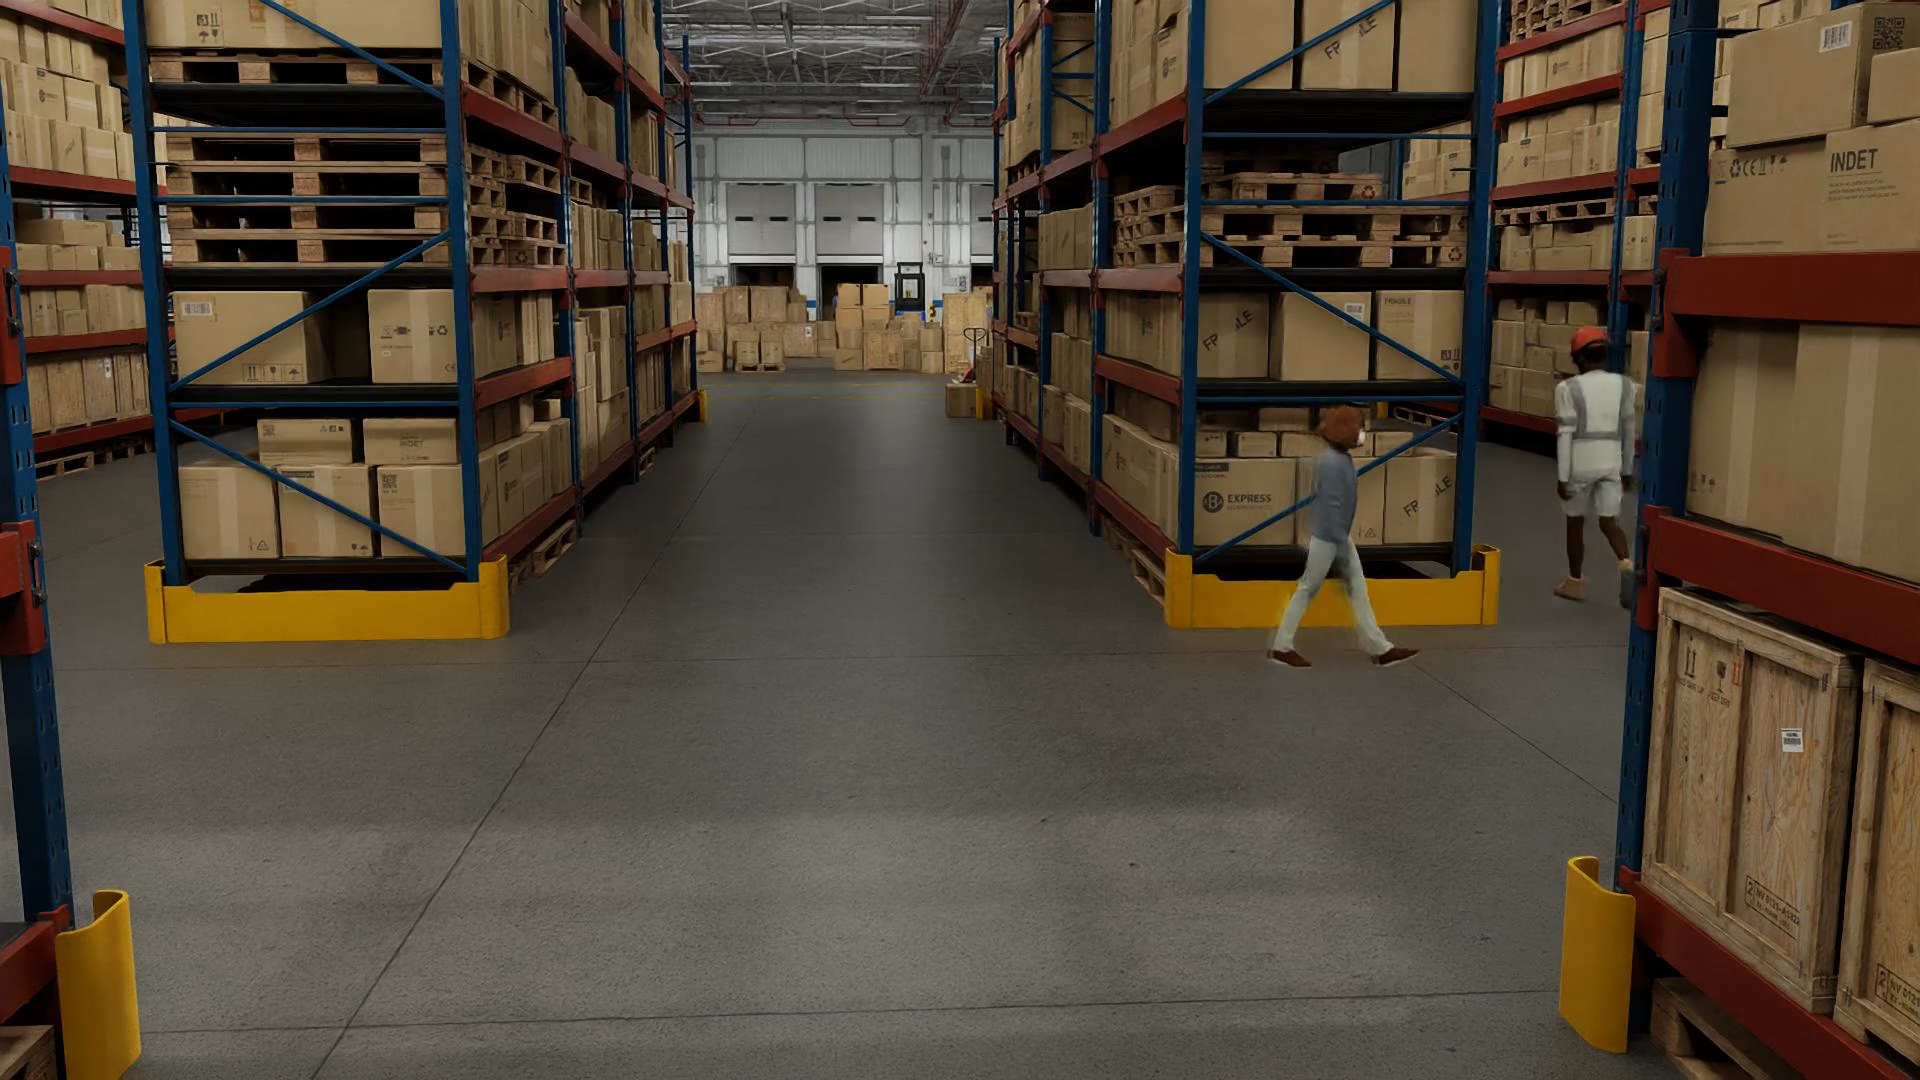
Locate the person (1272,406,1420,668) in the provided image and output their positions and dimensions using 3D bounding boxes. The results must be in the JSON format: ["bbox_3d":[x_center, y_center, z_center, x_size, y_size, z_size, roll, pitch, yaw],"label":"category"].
[{"bbox_3d":[2.277,0.002,9.868,0.876,1.583,0.532,4,10,25],"label":"person"}]

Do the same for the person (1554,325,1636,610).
[{"bbox_3d":[4.518,-0.508,11.749,0.634,2.012,0.842,-1,9,-9],"label":"person"}]

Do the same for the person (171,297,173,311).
[{"bbox_3d":[-29.518,-8.629,62.790,0.401,1.990,0.621,1,9,4],"label":"person"}]

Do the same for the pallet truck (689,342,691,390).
[{"bbox_3d":[-5.225,-3.008,27.480,1.885,1.965,0.823,2,9,14],"label":"pallet truck"}]

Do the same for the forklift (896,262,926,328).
[{"bbox_3d":[-1.780,-8.547,59.499,1.129,2.768,1.873,-1,9,-4],"label":"forklift"}]

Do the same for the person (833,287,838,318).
[{"bbox_3d":[-4.559,-8.620,62.936,0.547,1.928,0.385,2,9,12],"label":"person"}]

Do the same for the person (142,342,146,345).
[{"bbox_3d":[-27.221,-7.362,55.912,0.898,1.639,0.538,1,9,9],"label":"person"}]
